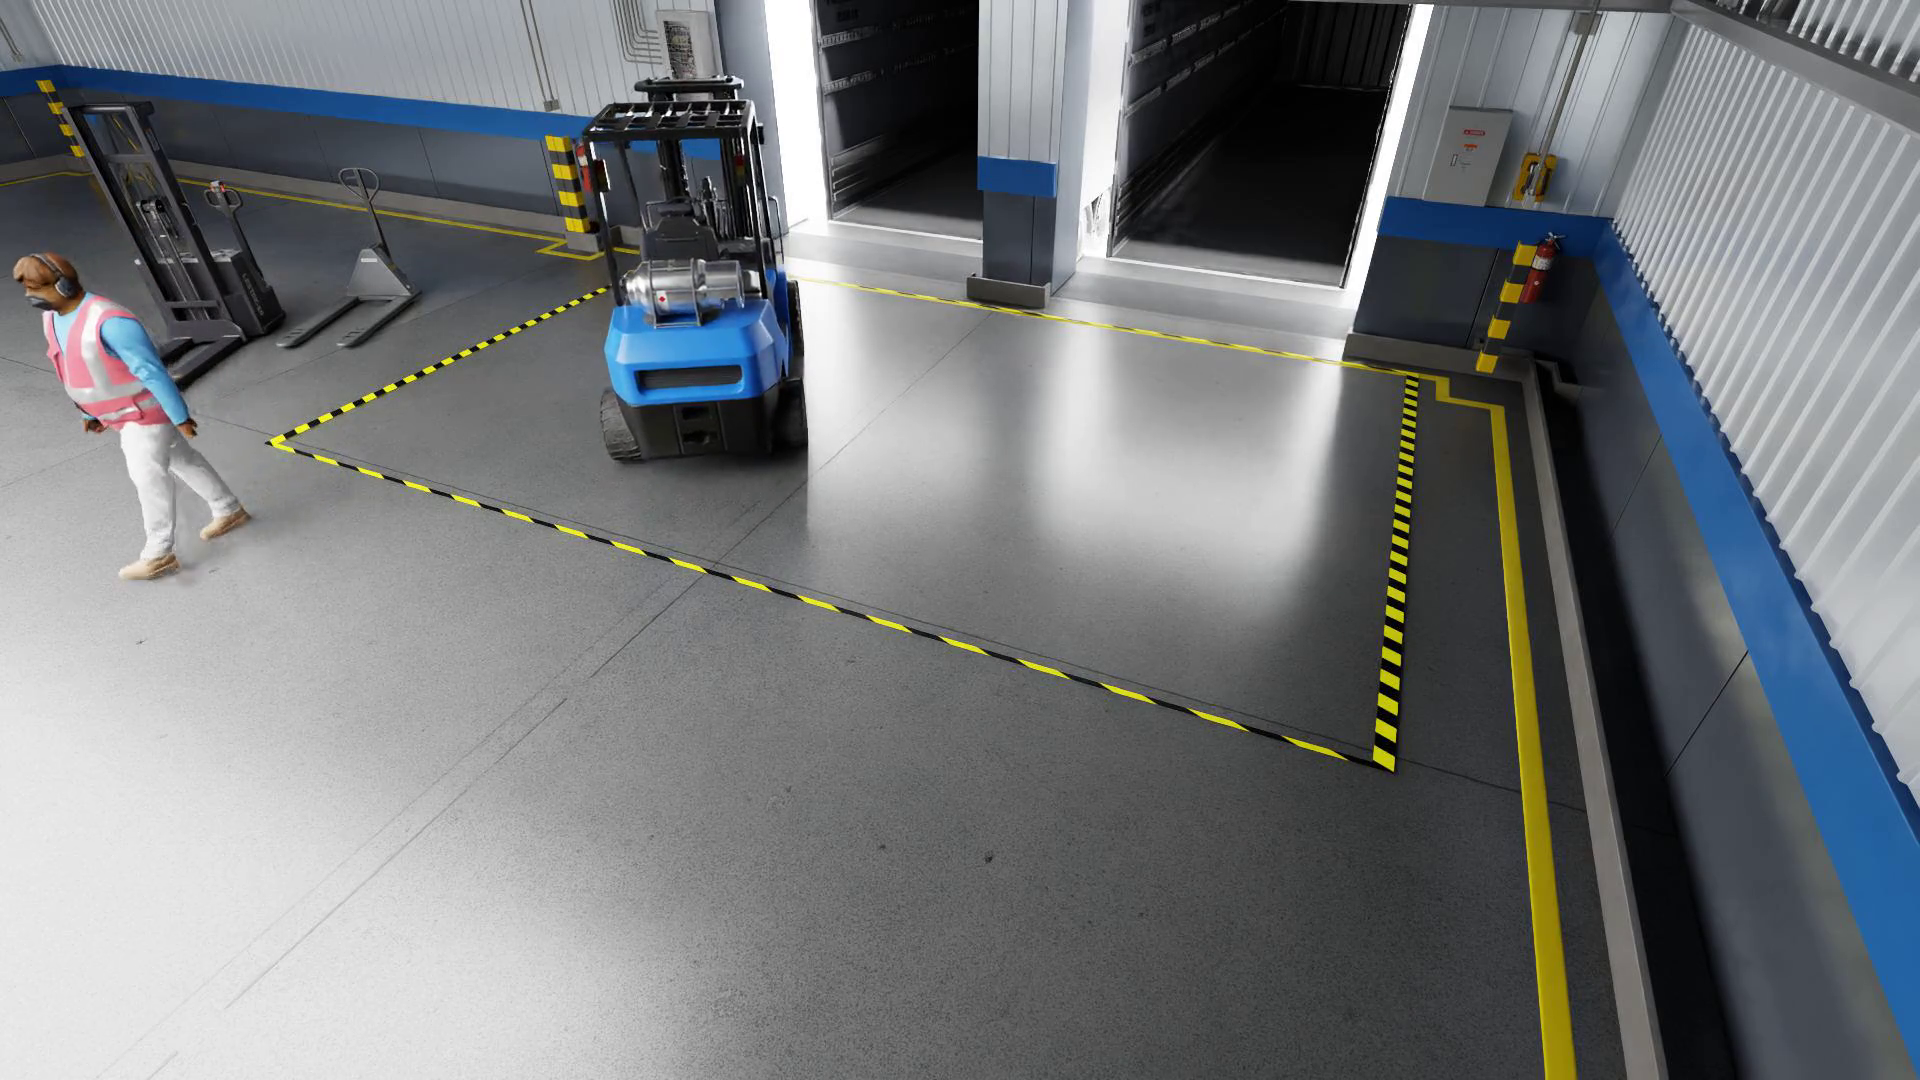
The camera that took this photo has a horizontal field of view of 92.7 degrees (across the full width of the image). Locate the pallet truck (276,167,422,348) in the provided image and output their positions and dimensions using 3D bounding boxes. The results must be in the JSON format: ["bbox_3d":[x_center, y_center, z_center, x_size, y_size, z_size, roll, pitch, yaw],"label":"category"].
[{"bbox_3d":[-5.732,-2.611,8.414,0.680,1.201,1.601,-1,35,-1],"label":"pallet truck"}]

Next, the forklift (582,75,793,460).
[{"bbox_3d":[-1.909,-2.092,6.701,1.157,2.036,2.680,-5,35,-7],"label":"forklift"}]

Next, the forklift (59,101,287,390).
[{"bbox_3d":[-6.686,-2.387,7.434,0.823,1.965,1.885,-3,35,-5],"label":"forklift"}]

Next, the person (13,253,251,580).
[{"bbox_3d":[-4.751,-0.668,5.127,0.659,1.816,0.795,15,38,21],"label":"person"}]
